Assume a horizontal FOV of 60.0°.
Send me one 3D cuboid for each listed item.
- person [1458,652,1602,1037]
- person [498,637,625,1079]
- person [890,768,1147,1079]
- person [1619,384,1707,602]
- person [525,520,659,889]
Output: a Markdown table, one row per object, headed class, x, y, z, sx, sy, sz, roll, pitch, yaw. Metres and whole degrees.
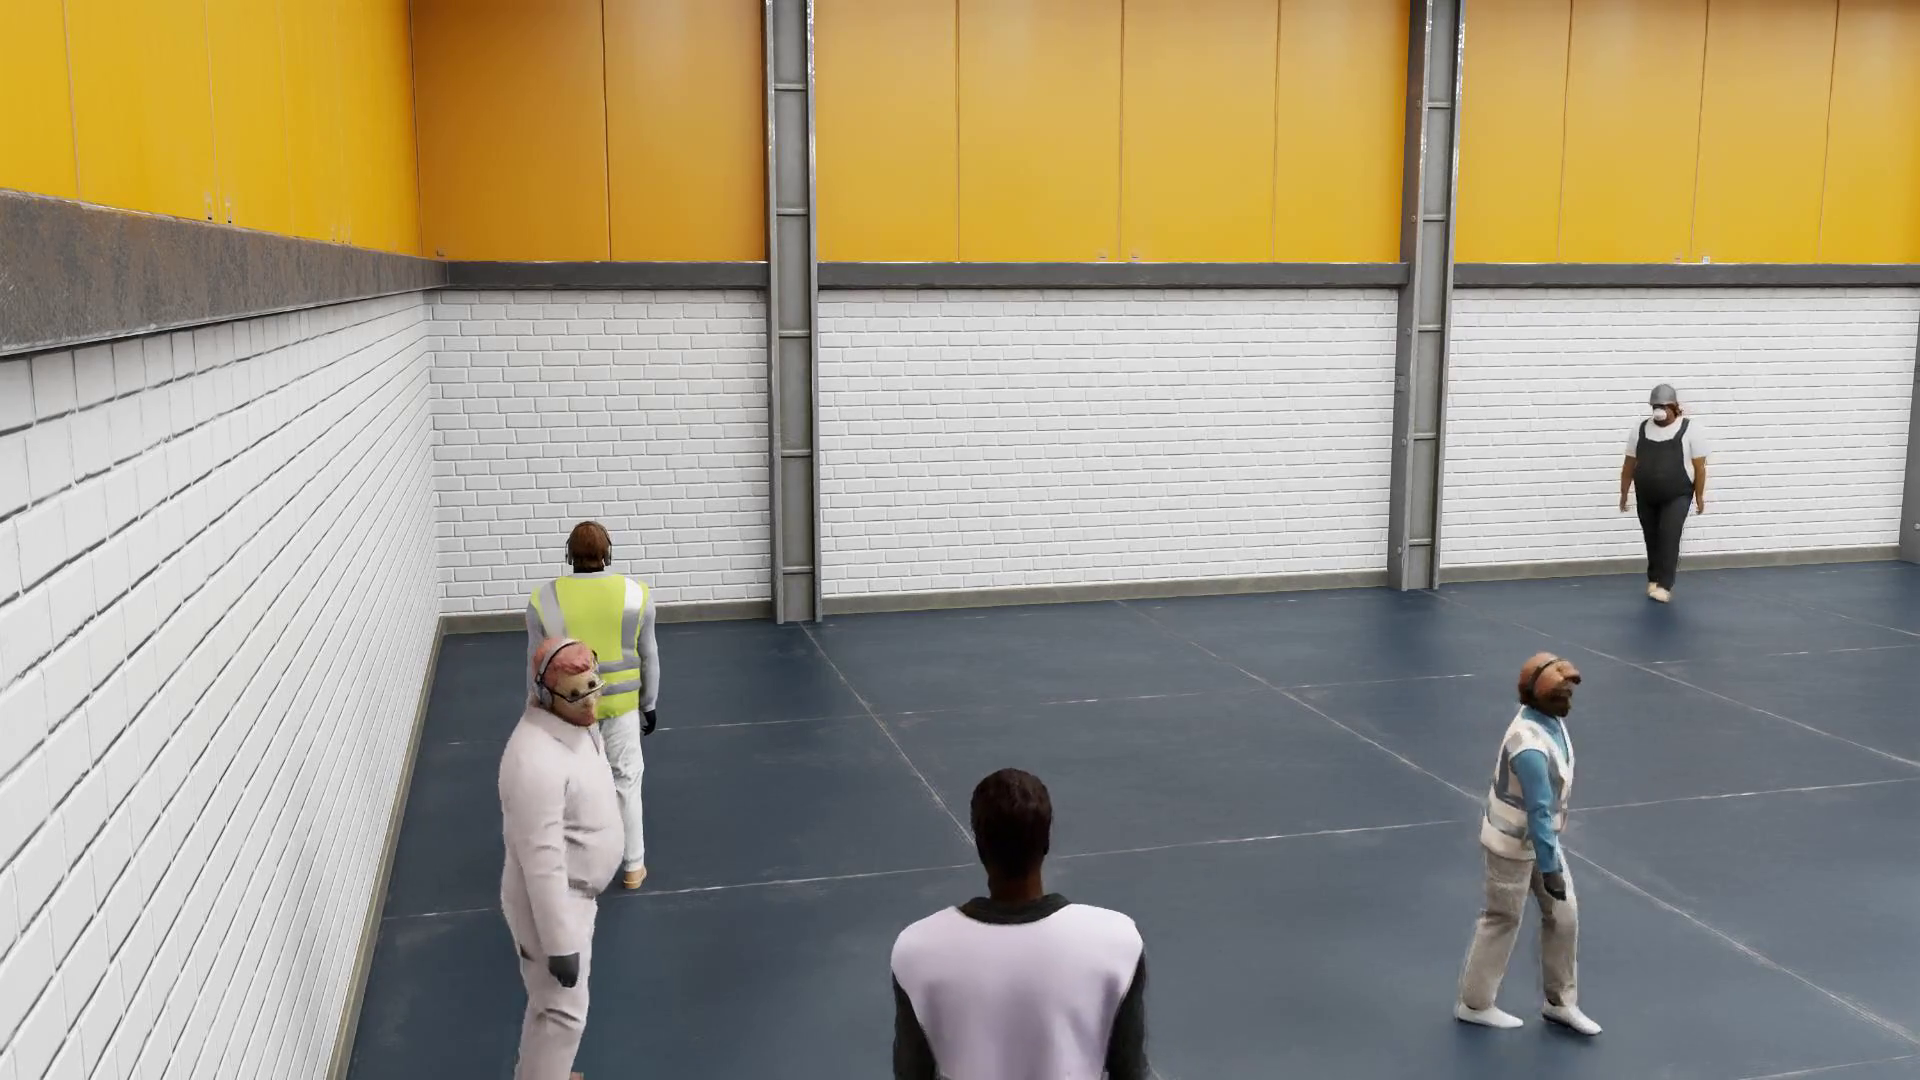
| class | x | y | z | sx | sy | sz | roll | pitch | yaw |
| --- | --- | --- | --- | --- | --- | --- | --- | --- | --- |
| person | 2.266 | 1.203 | 6.488 | 0.611 | 1.600 | 0.580 | 6 | 11 | 33 |
| person | -1.365 | 1.213 | 5.617 | 0.477 | 1.864 | 0.750 | -1 | 9 | -6 |
| person | 0.136 | 1.479 | 3.834 | 0.609 | 1.898 | 0.644 | 1 | 9 | 5 |
| person | 6.477 | -0.448 | 15.416 | 0.715 | 2.000 | 0.896 | 8 | 12 | 41 |
| person | -1.789 | 0.818 | 8.134 | 0.634 | 1.842 | 0.429 | -3 | 10 | -18 |
